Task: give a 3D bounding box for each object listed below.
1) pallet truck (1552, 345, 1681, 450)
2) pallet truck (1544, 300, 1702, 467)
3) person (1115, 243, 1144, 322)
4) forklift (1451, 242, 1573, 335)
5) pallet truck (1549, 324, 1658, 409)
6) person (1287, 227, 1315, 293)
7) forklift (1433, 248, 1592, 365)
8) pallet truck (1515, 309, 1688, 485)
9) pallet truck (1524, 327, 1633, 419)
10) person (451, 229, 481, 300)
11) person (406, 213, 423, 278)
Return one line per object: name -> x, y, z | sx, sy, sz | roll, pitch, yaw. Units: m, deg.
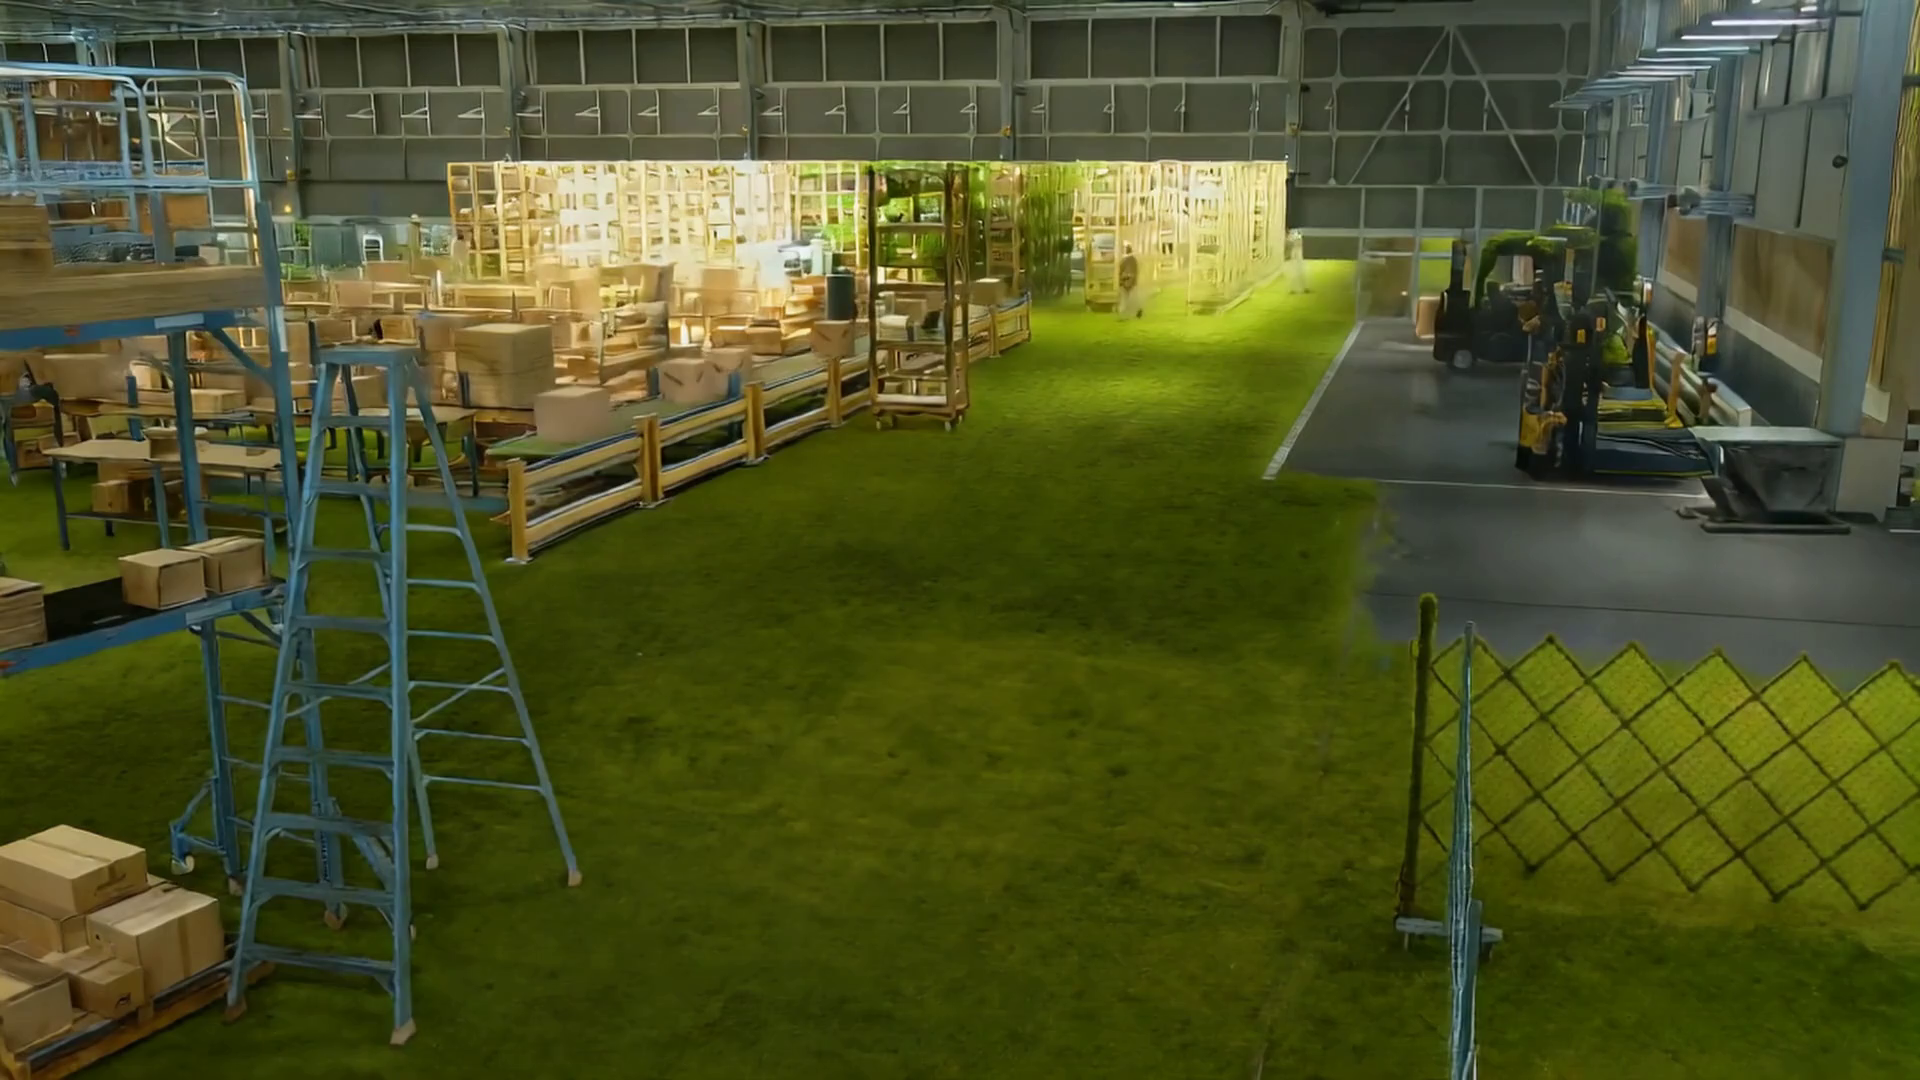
pallet truck -> 8.641, -1.896, 21.908 | 1.630, 1.274, 0.653 | 4, 14, 16
pallet truck -> 8.263, -1.952, 20.631 | 1.885, 1.965, 0.823 | 5, 14, 20
person -> 3.902, -5.896, 38.085 | 0.700, 1.812, 0.599 | -5, 14, -20
forklift -> 10.464, -4.597, 31.405 | 2.680, 1.987, 1.157 | 4, 14, 16
pallet truck -> 9.824, -2.669, 25.407 | 1.601, 1.201, 0.680 | 4, 14, 16
person -> 9.462, -7.720, 45.930 | 0.854, 1.812, 0.596 | 3, 13, 13
forklift -> 9.780, -4.111, 29.280 | 2.680, 1.987, 1.157 | 3, 13, 14
pallet truck -> 7.554, -1.677, 19.446 | 1.885, 1.965, 0.823 | 3, 13, 14
pallet truck -> 9.065, -2.460, 24.370 | 1.522, 1.261, 0.704 | 3, 13, 14
person -> -13.085, -7.249, 43.822 | 0.967, 1.856, 0.667 | 5, 14, 22
person -> -17.014, -9.163, 51.793 | 0.391, 1.991, 0.612 | -6, 14, -26
